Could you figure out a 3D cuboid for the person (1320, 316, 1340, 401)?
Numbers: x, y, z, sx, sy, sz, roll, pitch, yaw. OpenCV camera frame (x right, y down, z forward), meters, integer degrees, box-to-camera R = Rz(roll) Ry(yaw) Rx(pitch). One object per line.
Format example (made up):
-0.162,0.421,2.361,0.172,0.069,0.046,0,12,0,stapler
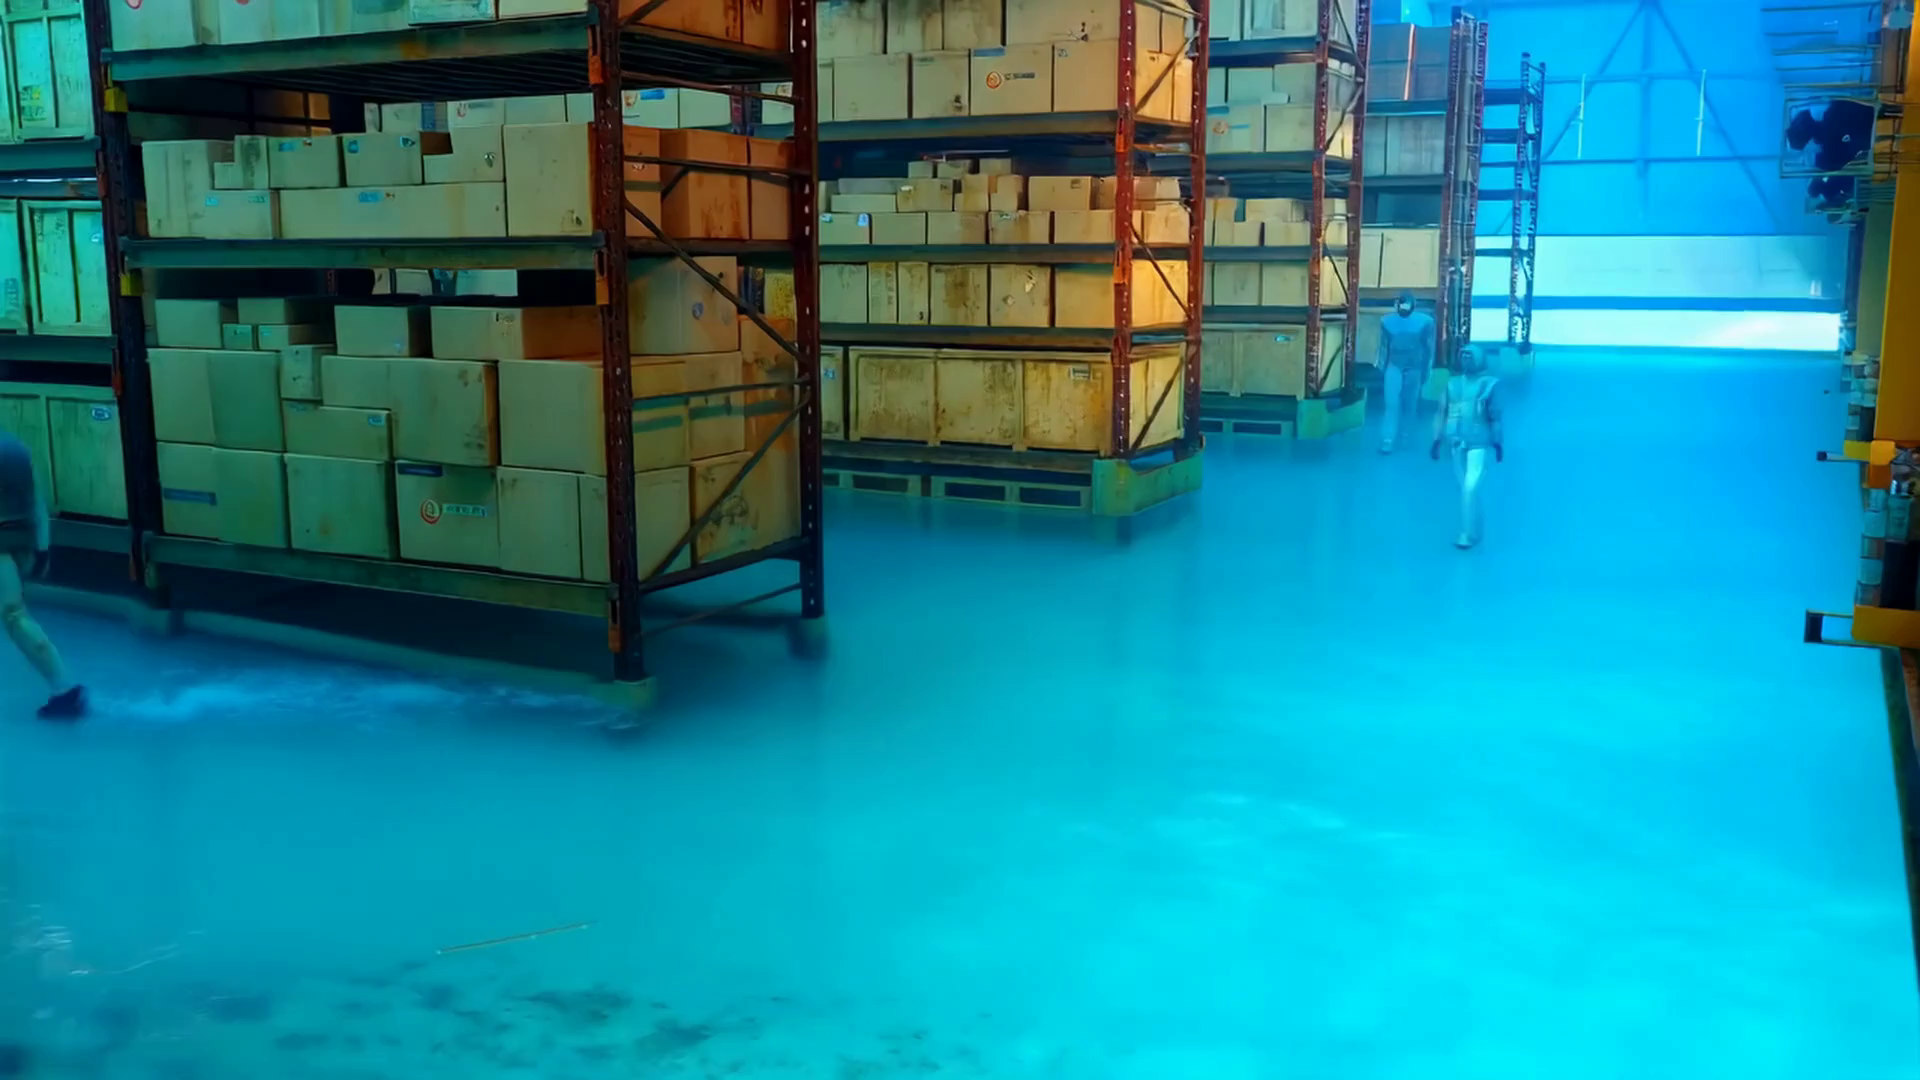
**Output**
5.678,-3.138,26.216,0.873,1.905,0.580,5,11,25,person

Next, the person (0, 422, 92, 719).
-4.816,0.023,8.303,0.941,1.789,0.605,2,10,11,person

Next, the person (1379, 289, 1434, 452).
5.199,-1.970,19.473,0.645,1.904,0.886,4,10,21,person

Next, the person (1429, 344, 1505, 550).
3.952,-0.728,13.102,0.711,1.609,0.551,-9,13,-43,person
